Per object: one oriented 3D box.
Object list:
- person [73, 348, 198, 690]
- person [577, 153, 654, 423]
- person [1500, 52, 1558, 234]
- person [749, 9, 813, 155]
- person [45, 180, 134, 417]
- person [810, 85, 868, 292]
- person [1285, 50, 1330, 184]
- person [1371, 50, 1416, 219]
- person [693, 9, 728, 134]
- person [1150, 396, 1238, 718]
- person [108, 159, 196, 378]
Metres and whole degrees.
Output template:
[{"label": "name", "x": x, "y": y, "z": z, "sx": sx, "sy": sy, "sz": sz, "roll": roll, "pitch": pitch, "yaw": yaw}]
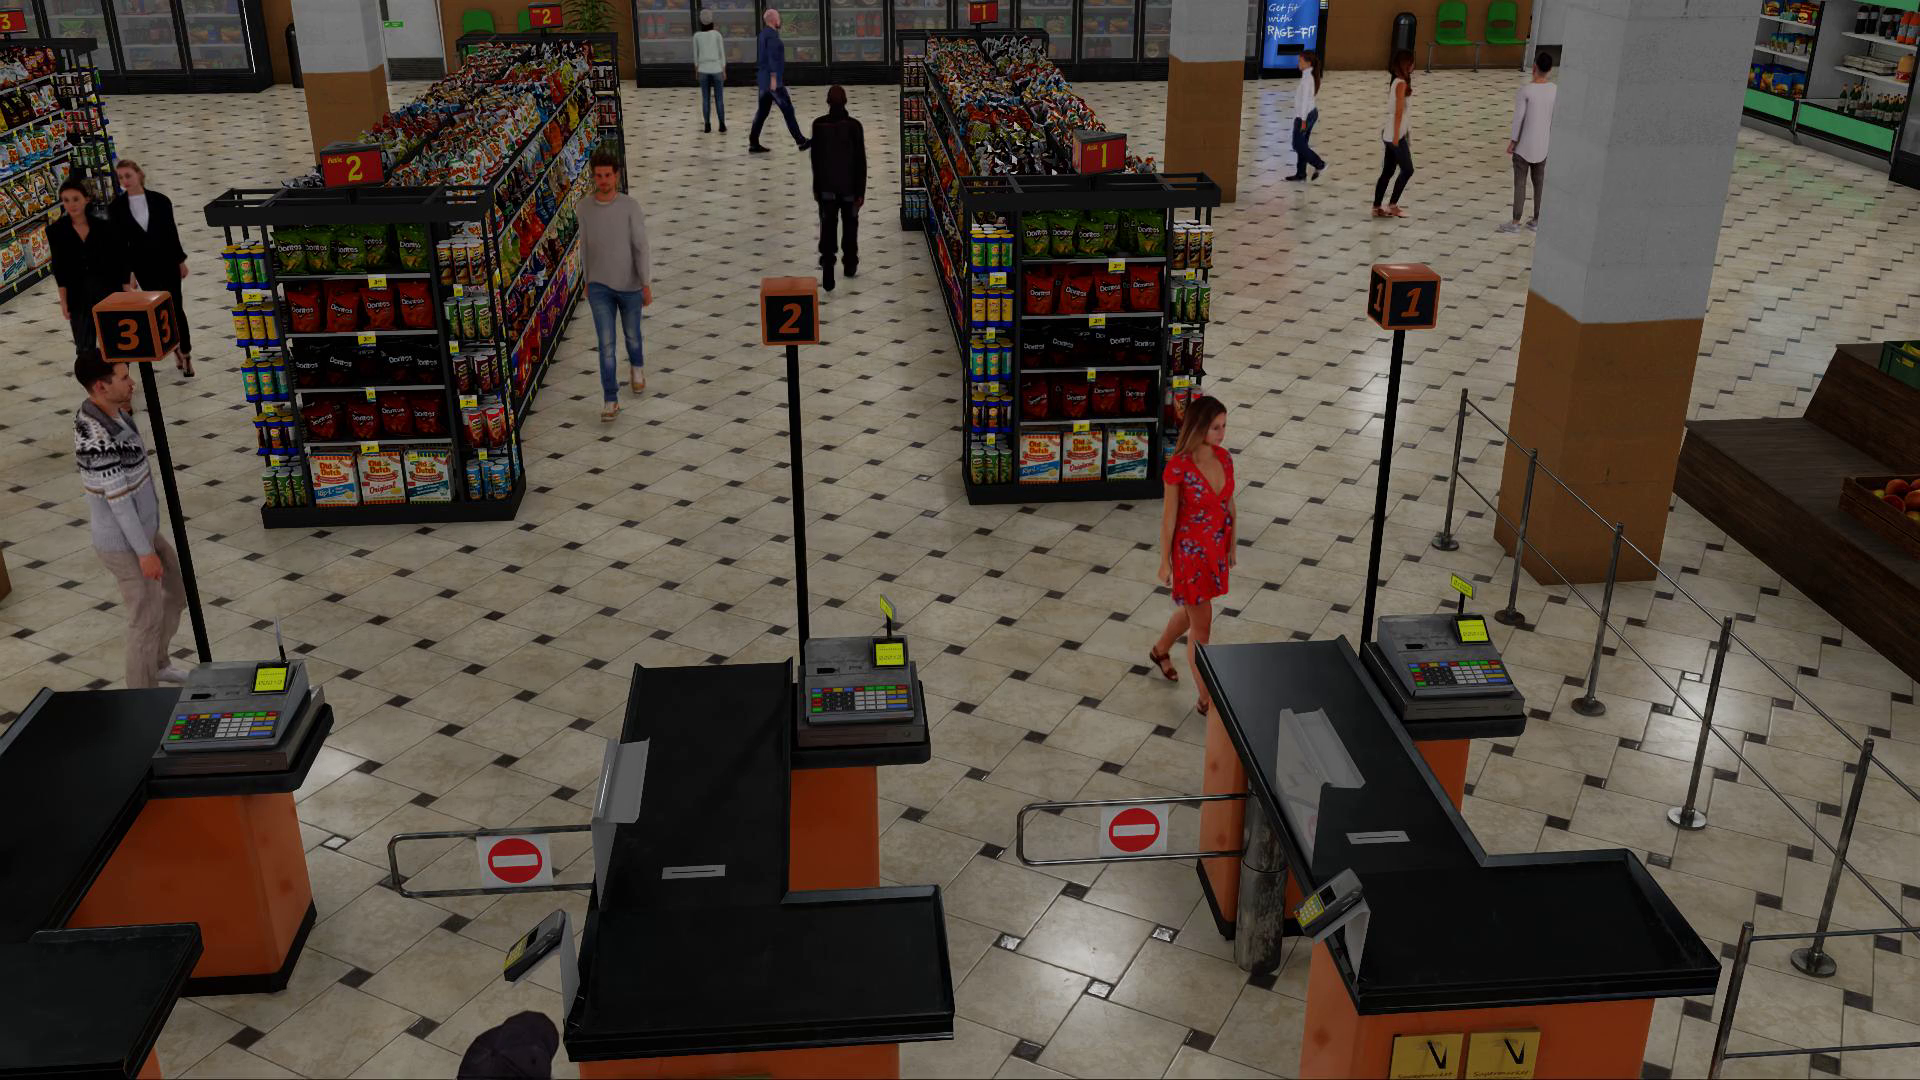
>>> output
[{"label": "person", "x": -4.024, "y": -0.007, "z": 7.875, "sx": 0.859, "sy": 1.833, "sz": 0.711, "roll": -11, "pitch": 26, "yaw": -24}, {"label": "person", "x": -2.481, "y": -1.861, "z": 12.083, "sx": 0.665, "sy": 1.857, "sz": 1.221, "roll": -2, "pitch": 24, "yaw": -4}, {"label": "person", "x": 5.956, "y": -4.131, "z": 17.293, "sx": 0.688, "sy": 1.840, "sz": 0.600, "roll": -5, "pitch": 24, "yaw": -11}, {"label": "person", "x": -2.457, "y": -5.748, "z": 21.065, "sx": 1.067, "sy": 1.778, "sz": 1.198, "roll": -11, "pitch": 26, "yaw": -23}, {"label": "person", "x": -6.220, "y": -1.750, "z": 12.004, "sx": 0.737, "sy": 1.716, "sz": 0.732, "roll": -9, "pitch": 25, "yaw": -21}, {"label": "person", "x": -1.135, "y": -3.227, "z": 15.261, "sx": 0.814, "sy": 1.811, "sz": 1.214, "roll": 2, "pitch": 24, "yaw": 4}, {"label": "person", "x": 4.141, "y": -4.949, "z": 19.536, "sx": 0.767, "sy": 1.539, "sz": 0.778, "roll": 9, "pitch": 25, "yaw": 20}, {"label": "person", "x": 4.571, "y": -4.318, "z": 17.807, "sx": 0.737, "sy": 1.770, "sz": 0.627, "roll": 3, "pitch": 24, "yaw": 7}, {"label": "person", "x": -3.425, "y": -6.432, "z": 22.793, "sx": 0.580, "sy": 1.645, "sz": 0.502, "roll": 0, "pitch": 24, "yaw": -1}, {"label": "person", "x": 1.112, "y": 0.050, "z": 8.074, "sx": 0.839, "sy": 1.570, "sz": 1.005, "roll": -16, "pitch": 28, "yaw": -31}, {"label": "person", "x": -6.223, "y": -2.100, "z": 12.859, "sx": 0.801, "sy": 1.672, "sz": 0.937, "roll": -11, "pitch": 26, "yaw": -24}]
